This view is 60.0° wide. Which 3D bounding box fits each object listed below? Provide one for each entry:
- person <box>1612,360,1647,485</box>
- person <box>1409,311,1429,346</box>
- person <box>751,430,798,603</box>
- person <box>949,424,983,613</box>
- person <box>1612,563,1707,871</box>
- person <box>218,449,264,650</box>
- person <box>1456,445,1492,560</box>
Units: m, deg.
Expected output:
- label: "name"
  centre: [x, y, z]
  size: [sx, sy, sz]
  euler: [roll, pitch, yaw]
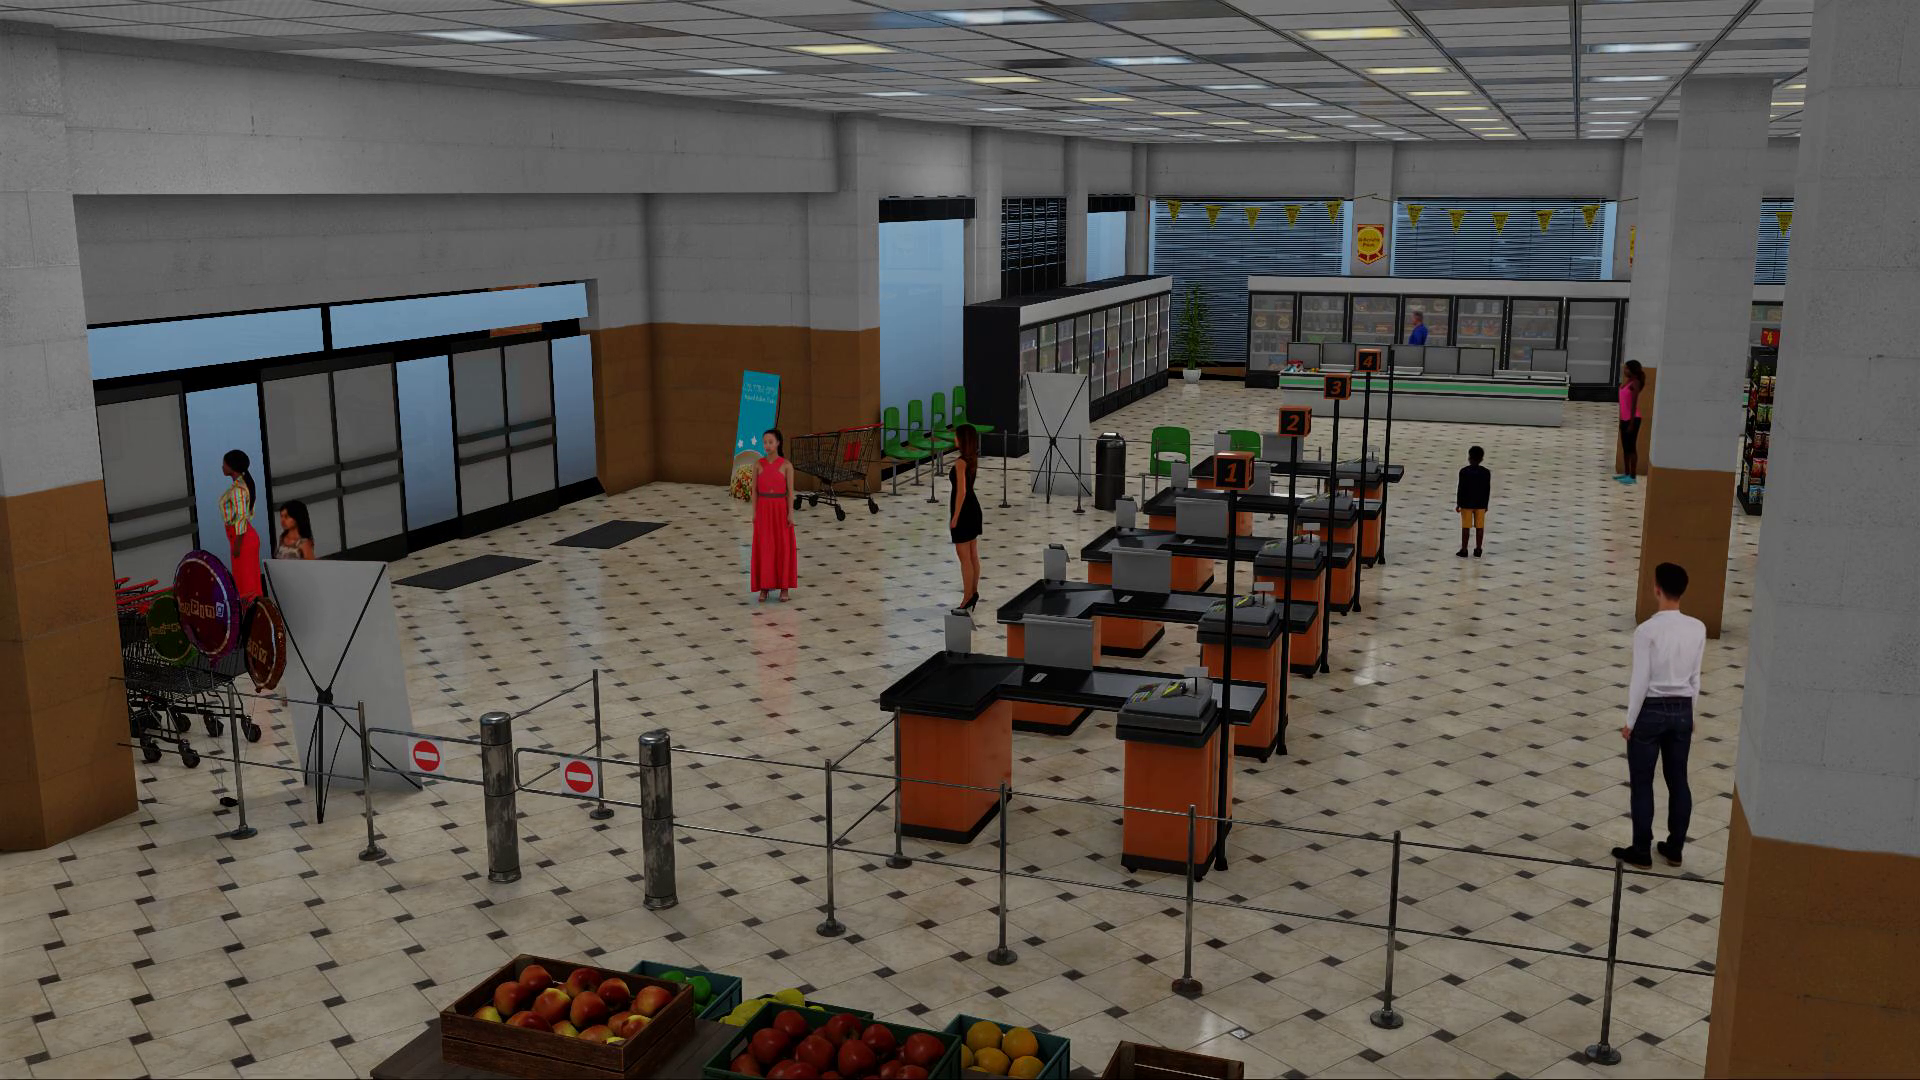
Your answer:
- label: "person"
  centre: [9.374, -1.659, 23.241]
  size: [0.629, 1.723, 0.610]
  euler: [1, 12, 2]
- label: "person"
  centre: [8.574, -3.337, 31.145]
  size: [0.570, 1.751, 0.738]
  euler: [6, 13, 25]
- label: "person"
  centre: [-1.855, -0.243, 16.510]
  size: [0.604, 1.727, 0.739]
  euler: [1, 12, 3]
- label: "person"
  centre: [0.053, -0.210, 16.092]
  size: [0.511, 1.834, 0.576]
  euler: [4, 13, 20]
- label: "person"
  centre: [4.221, 1.056, 9.994]
  size: [0.665, 1.869, 0.772]
  euler: [-2, 12, -9]
- label: "person"
  centre: [-6.381, 0.077, 14.827]
  size: [0.702, 1.793, 0.677]
  euler: [-3, 12, -14]
- label: "person"
  centre: [5.706, -0.426, 18.482]
  size: [0.554, 1.272, 0.644]
  euler: [0, 12, -1]
